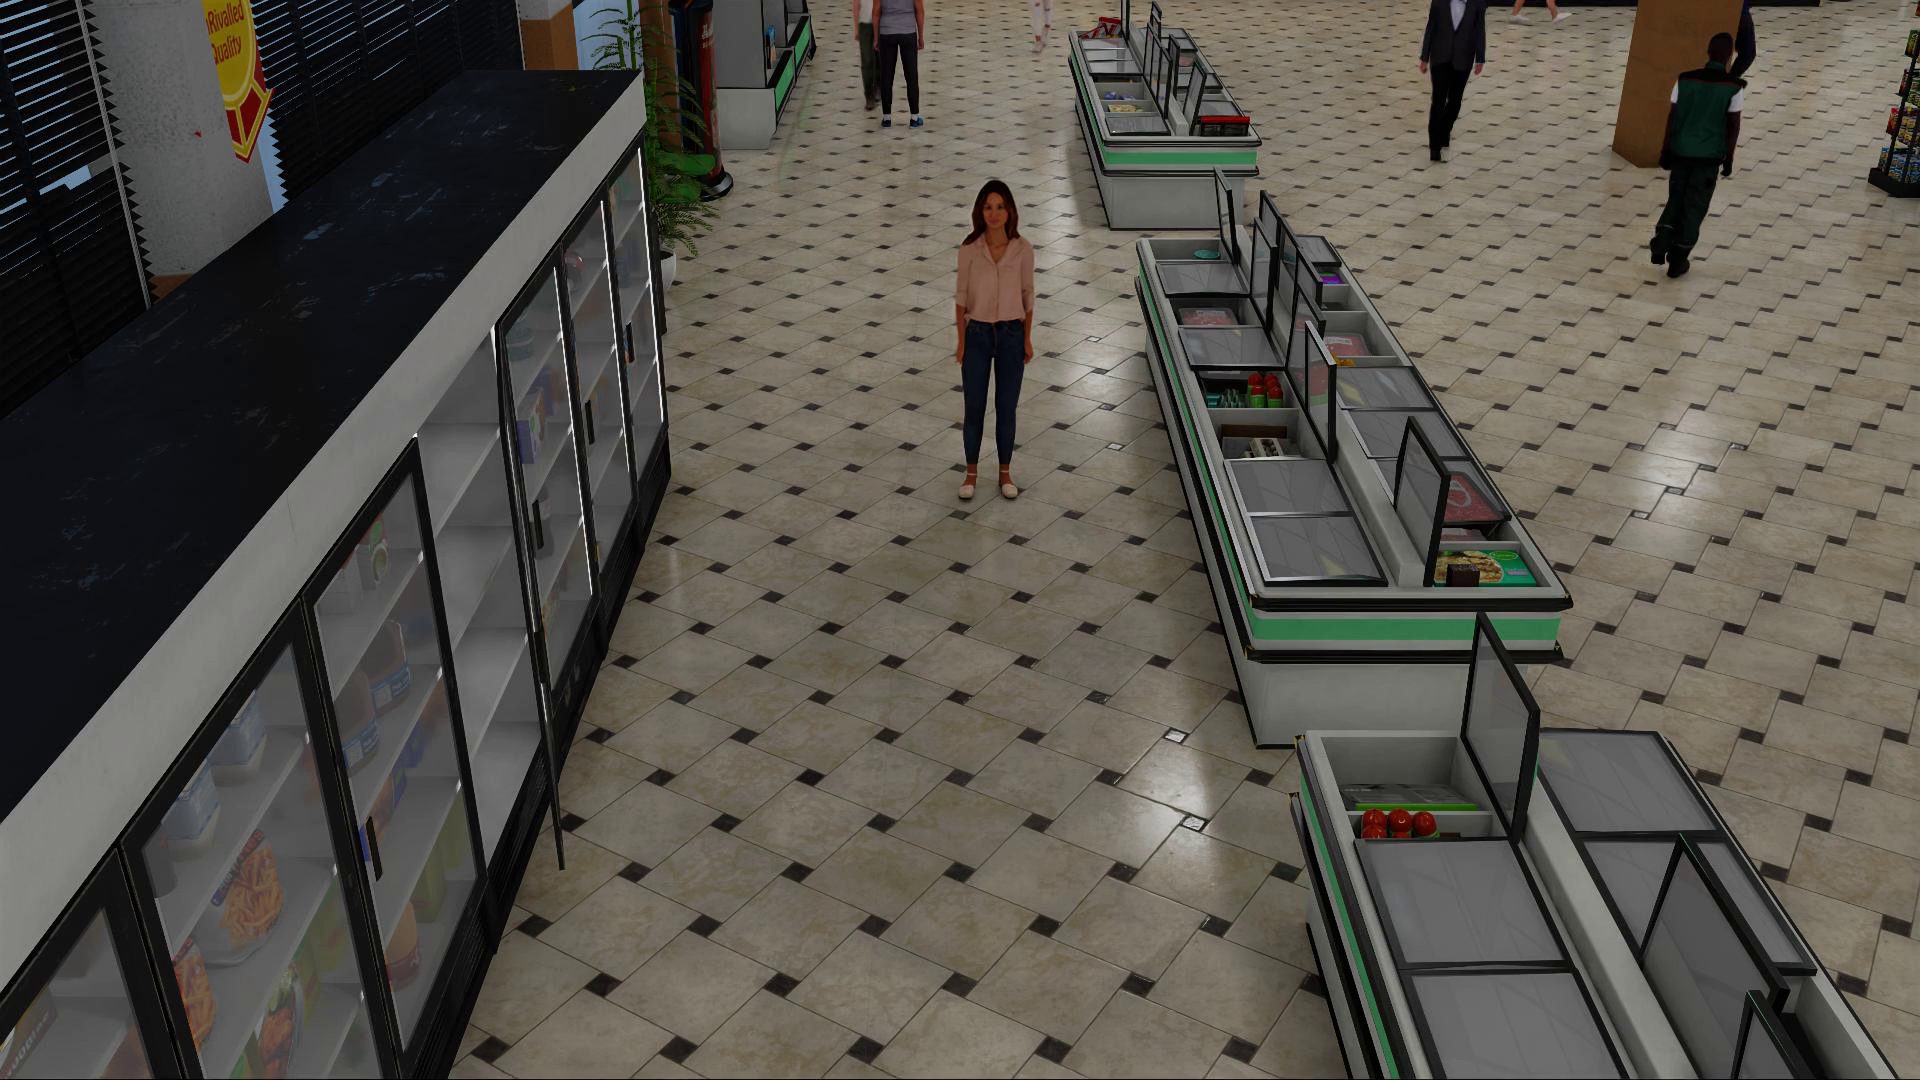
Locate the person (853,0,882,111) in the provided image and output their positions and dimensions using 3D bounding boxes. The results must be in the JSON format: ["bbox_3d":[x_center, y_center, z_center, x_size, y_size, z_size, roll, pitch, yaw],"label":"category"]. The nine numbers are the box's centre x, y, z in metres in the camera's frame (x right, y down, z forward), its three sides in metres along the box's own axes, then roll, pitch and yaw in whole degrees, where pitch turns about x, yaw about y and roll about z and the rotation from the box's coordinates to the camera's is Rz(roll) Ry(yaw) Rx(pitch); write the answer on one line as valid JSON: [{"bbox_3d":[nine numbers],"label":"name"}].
[{"bbox_3d":[-0.933,-5.538,18.005,0.592,1.639,0.946,-1,27,-2],"label":"person"}]

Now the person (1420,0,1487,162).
[{"bbox_3d":[4.741,-4.636,16.044,0.889,1.803,1.243,4,27,8],"label":"person"}]

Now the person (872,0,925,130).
[{"bbox_3d":[-0.631,-5.144,17.017,0.689,1.830,0.559,1,27,2],"label":"person"}]

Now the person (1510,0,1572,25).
[{"bbox_3d":[7.751,-7.809,22.531,1.001,1.595,1.081,12,29,23],"label":"person"}]

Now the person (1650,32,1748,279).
[{"bbox_3d":[5.522,-2.861,12.514,0.858,1.830,0.917,23,35,37],"label":"person"}]

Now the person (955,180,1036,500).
[{"bbox_3d":[0.183,-1.080,9.046,0.585,1.792,0.518,-1,27,-1],"label":"person"}]
